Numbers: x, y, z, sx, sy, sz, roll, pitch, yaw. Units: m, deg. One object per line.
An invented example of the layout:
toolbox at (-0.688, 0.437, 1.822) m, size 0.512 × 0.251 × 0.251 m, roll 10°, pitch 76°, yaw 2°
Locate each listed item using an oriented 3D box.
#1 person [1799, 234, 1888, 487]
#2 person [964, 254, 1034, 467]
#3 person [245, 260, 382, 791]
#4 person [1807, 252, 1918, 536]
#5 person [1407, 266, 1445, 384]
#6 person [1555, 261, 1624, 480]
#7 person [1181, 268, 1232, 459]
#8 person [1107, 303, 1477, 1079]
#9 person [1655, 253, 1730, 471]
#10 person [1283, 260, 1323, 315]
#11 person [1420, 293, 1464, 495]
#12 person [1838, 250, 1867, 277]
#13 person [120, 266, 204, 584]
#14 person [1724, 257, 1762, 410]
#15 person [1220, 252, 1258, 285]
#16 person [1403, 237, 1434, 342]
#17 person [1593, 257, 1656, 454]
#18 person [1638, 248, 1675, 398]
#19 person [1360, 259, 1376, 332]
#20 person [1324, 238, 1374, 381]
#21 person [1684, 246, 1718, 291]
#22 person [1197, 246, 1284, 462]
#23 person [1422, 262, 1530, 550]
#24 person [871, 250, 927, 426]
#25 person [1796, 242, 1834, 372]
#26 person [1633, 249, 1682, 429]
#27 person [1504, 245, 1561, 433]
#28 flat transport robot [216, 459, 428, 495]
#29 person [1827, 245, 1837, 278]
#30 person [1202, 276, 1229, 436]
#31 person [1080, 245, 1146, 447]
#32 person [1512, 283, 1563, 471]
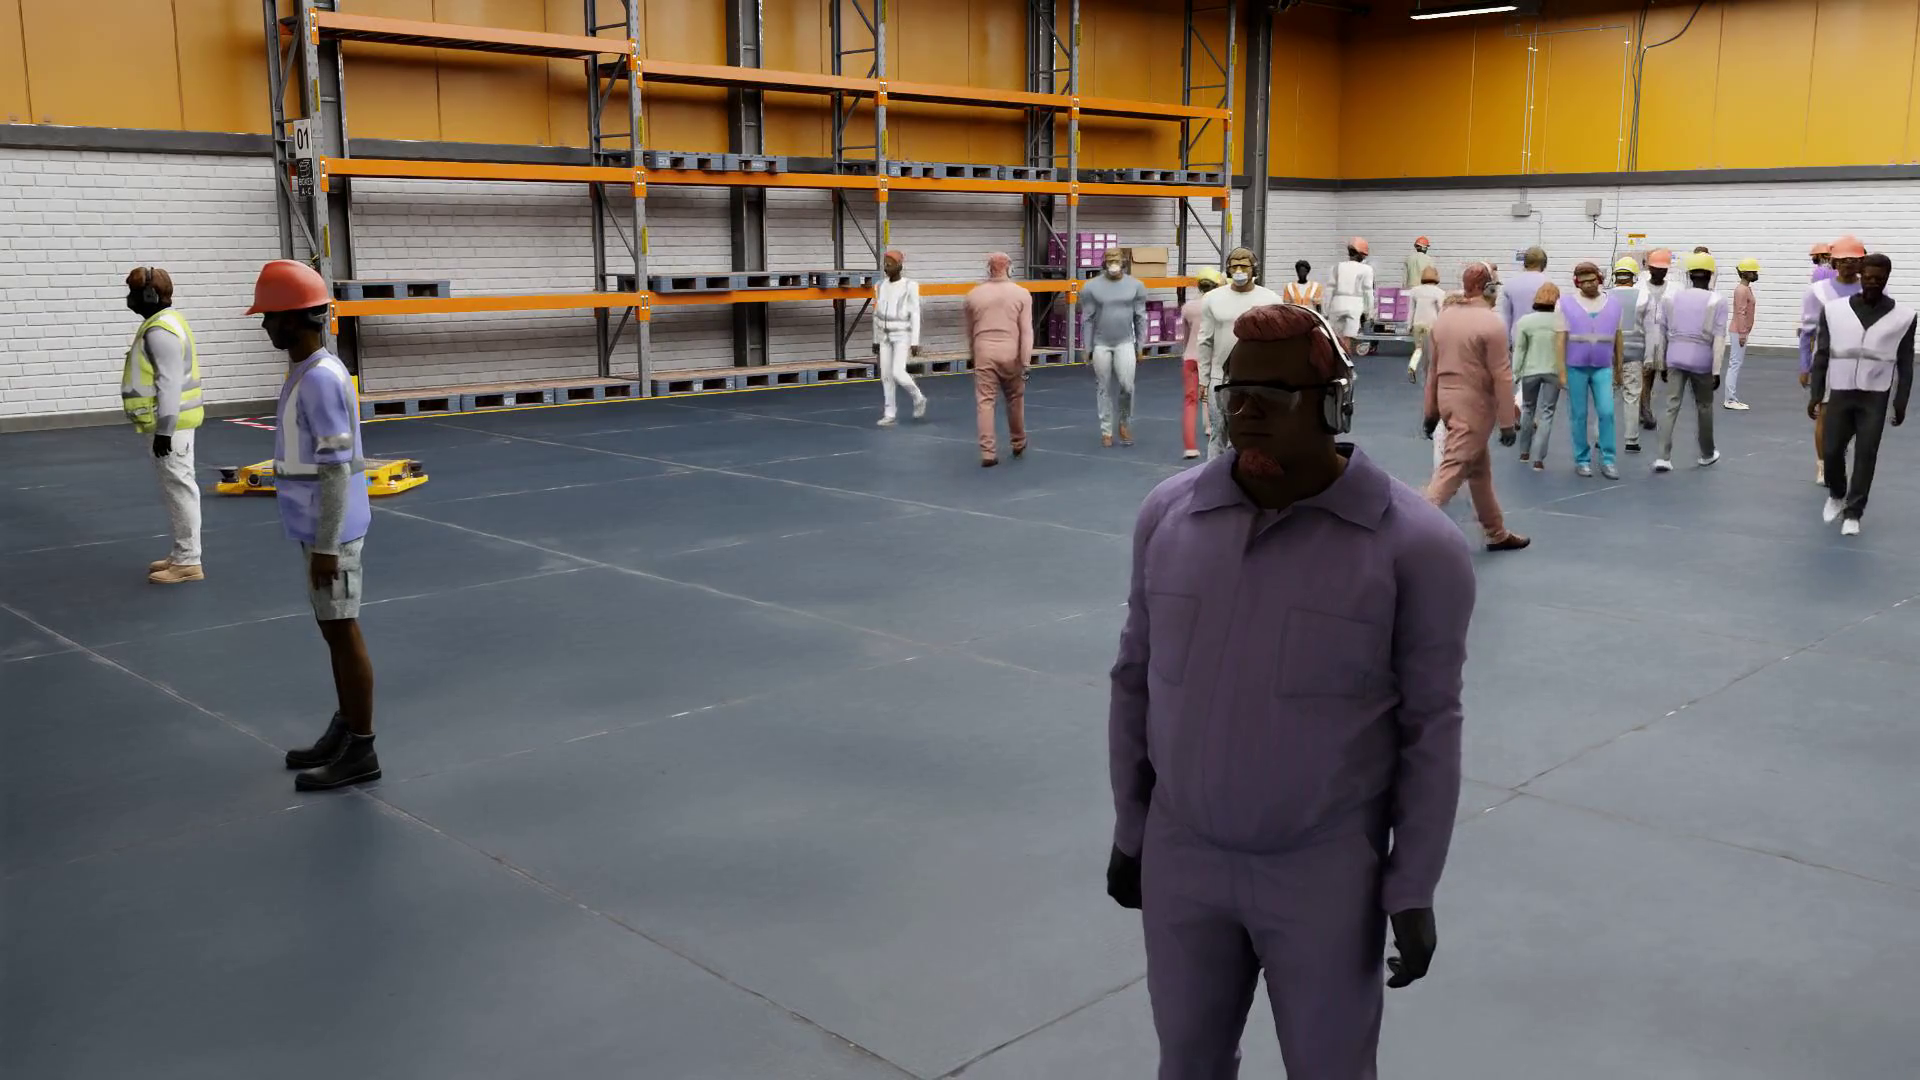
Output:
person at (7.083, -1.431, 13.378) m, size 0.633 × 2.028 × 0.443 m, roll 4°, pitch 11°, yaw 19°
person at (0.369, -1.610, 14.834) m, size 0.648 × 1.846 × 1.024 m, roll 3°, pitch 11°, yaw 14°
person at (-2.359, -0.048, 6.098) m, size 0.376 × 1.934 × 0.546 m, roll -4°, pitch 11°, yaw -23°
person at (6.107, -0.987, 11.290) m, size 0.623 × 1.906 × 0.450 m, roll 6°, pitch 12°, yaw 28°
person at (6.186, -2.839, 22.138) m, size 0.513 × 1.620 × 0.466 m, roll 10°, pitch 15°, yaw 44°
person at (5.237, -1.397, 13.811) m, size 0.605 × 1.803 × 0.704 m, roll 1°, pitch 10°, yaw 7°
person at (2.280, -1.624, 15.262) m, size 0.514 × 1.715 × 0.879 m, roll 5°, pitch 12°, yaw 28°
person at (0.534, 0.547, 2.923) m, size 0.639 × 1.910 × 0.407 m, roll 6°, pitch 12°, yaw 31°
person at (6.328, -1.536, 14.386) m, size 0.591 × 1.873 × 0.979 m, roll 9°, pitch 14°, yaw 41°
person at (4.693, -2.983, 22.805) m, size 0.550 × 1.680 × 0.540 m, roll 2°, pitch 11°, yaw 13°
person at (3.773, -1.088, 12.721) m, size 0.504 × 1.583 × 0.887 m, roll 2°, pitch 11°, yaw 11°
person at (11.306, -2.763, 21.077) m, size 0.518 × 1.872 × 0.326 m, roll -4°, pitch 11°, yaw -19°
person at (-4.659, -0.670, 9.742) m, size 0.430 × 1.844 × 0.623 m, roll -4°, pitch 11°, yaw -22°
person at (9.128, -2.402, 19.396) m, size 0.315 × 1.768 × 0.526 m, roll 5°, pitch 11°, yaw 25°
person at (3.784, -3.057, 22.871) m, size 0.626 × 1.808 × 0.907 m, roll 2°, pitch 11°, yaw 8°
person at (8.694, -4.737, 31.508) m, size 0.619 × 1.990 × 0.391 m, roll 10°, pitch 14°, yaw 43°
person at (6.149, -1.711, 15.472) m, size 0.588 × 1.823 × 0.403 m, roll 6°, pitch 12°, yaw 29°
person at (8.641, -2.686, 20.684) m, size 0.581 × 1.858 × 0.480 m, roll -6°, pitch 12°, yaw -29°
person at (7.001, -4.331, 29.526) m, size 1.040 × 1.895 × 0.644 m, roll -6°, pitch 12°, yaw -28°
person at (5.304, -3.125, 22.749) m, size 0.677 × 1.997 × 0.908 m, roll 8°, pitch 13°, yaw 36°
person at (11.892, -3.805, 26.835) m, size 0.621 × 1.845 × 0.429 m, roll -6°, pitch 12°, yaw -29°
person at (2.034, -1.158, 12.134) m, size 0.627 × 1.940 × 0.375 m, roll 3°, pitch 11°, yaw 14°
person at (3.198, -0.804, 10.441) m, size 1.007 × 1.865 × 0.666 m, roll -3°, pitch 11°, yaw -17°
person at (-0.650, -2.146, 17.736) m, size 0.584 × 1.871 × 0.505 m, roll 9°, pitch 14°, yaw 40°
person at (12.617, -3.421, 24.535) m, size 0.417 × 1.913 × 0.571 m, roll 9°, pitch 14°, yaw 41°
person at (7.328, -2.132, 17.625) m, size 0.555 × 1.883 × 1.029 m, roll 2°, pitch 11°, yaw 10°
person at (5.743, -2.010, 16.807) m, size 0.661 × 1.924 × 0.643 m, roll -7°, pitch 13°, yaw -35°
flat transport robot at (-5.026, -0.508, 13.145) m, size 1.431 × 0.197 × 0.652 m, roll 1°, pitch 10°, yaw 3°
person at (13.772, -3.734, 26.391) m, size 0.327 × 1.865 × 0.520 m, roll 7°, pitch 12°, yaw 33°
person at (2.626, -1.893, 17.030) m, size 0.541 × 1.599 × 0.807 m, roll 2°, pitch 11°, yaw 13°
person at (1.454, -1.835, 15.873) m, size 0.628 × 1.920 × 0.519 m, roll 1°, pitch 10°, yaw 5°
person at (5.095, -1.428, 14.523) m, size 0.495 × 1.598 × 0.774 m, roll 5°, pitch 11°, yaw 25°
